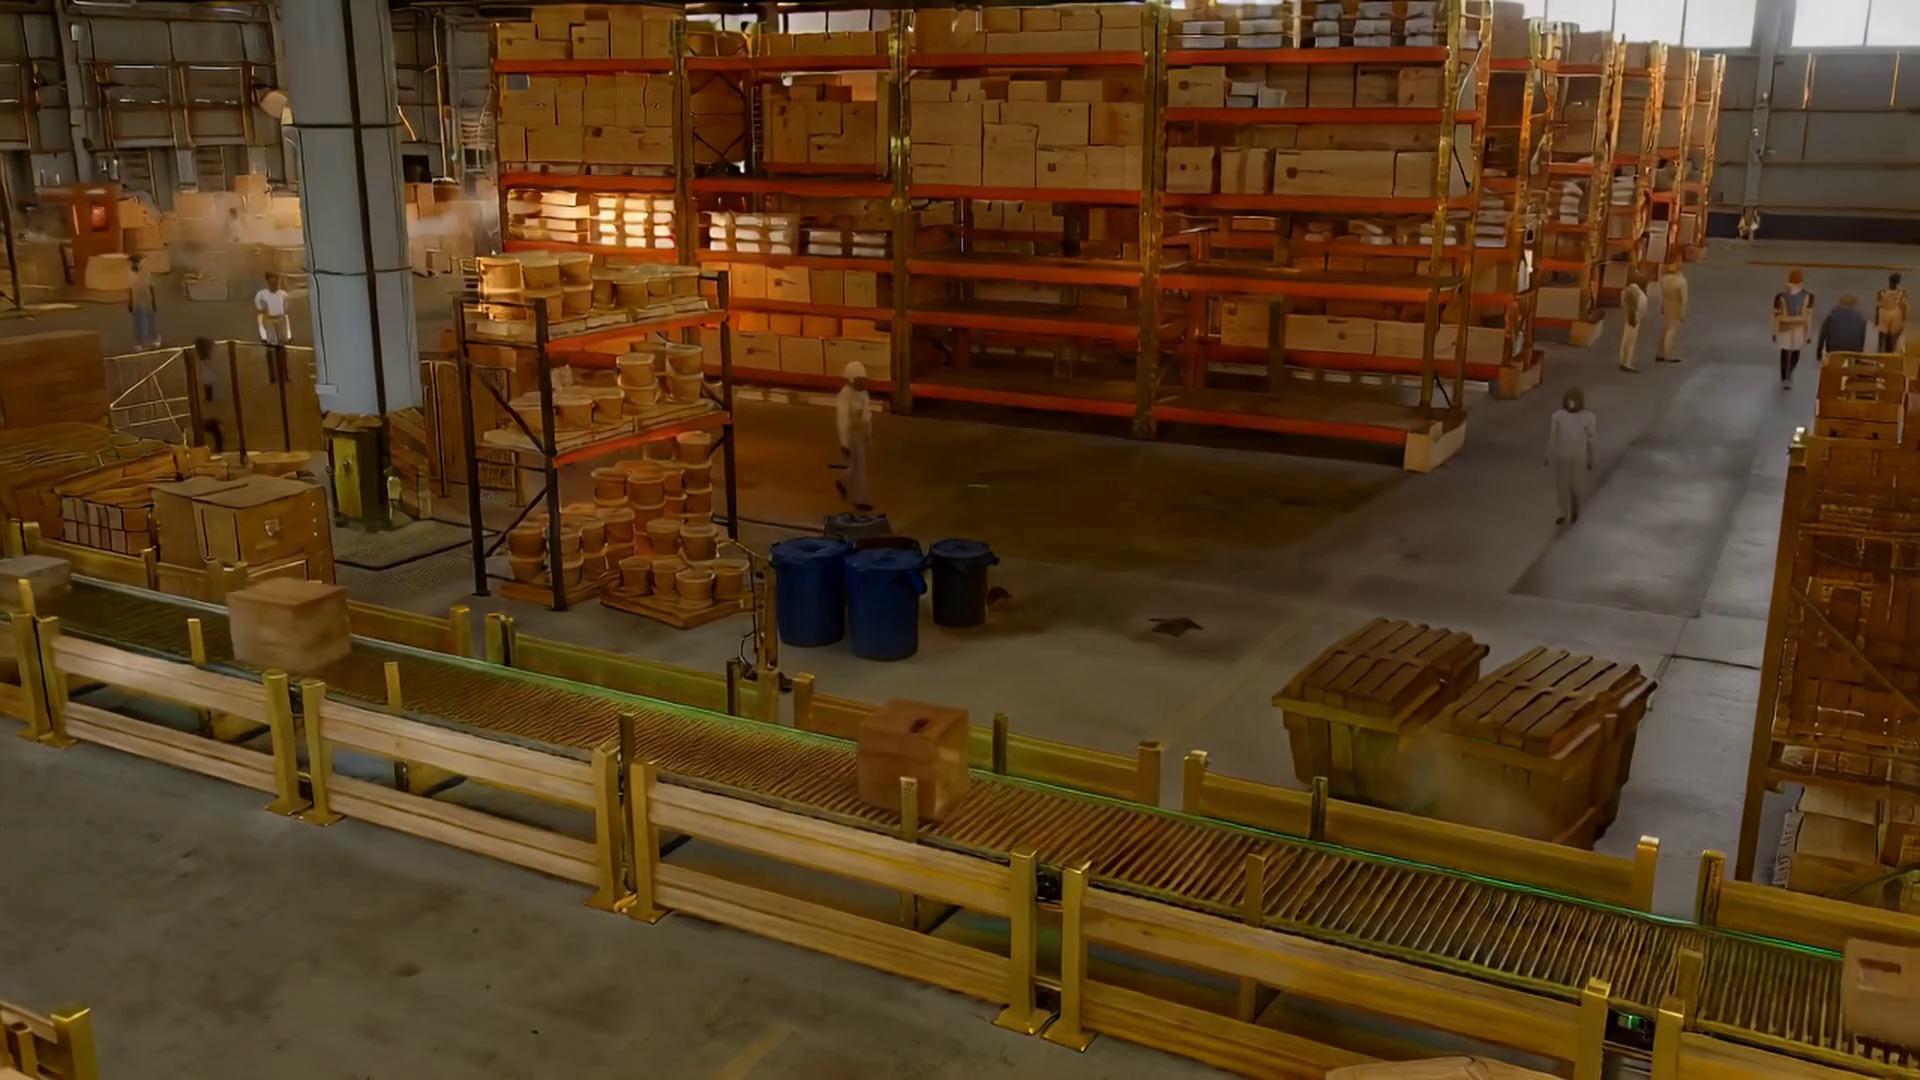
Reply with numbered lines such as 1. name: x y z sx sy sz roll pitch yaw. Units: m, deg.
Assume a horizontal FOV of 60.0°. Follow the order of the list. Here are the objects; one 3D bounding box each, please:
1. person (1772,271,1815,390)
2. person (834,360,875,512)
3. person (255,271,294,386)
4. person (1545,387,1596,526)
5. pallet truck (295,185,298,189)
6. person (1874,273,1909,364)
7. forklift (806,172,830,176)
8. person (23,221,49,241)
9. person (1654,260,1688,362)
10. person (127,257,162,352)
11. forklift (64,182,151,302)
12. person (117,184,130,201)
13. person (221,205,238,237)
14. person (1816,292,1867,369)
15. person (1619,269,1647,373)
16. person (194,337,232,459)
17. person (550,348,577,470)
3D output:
1. person: 14.133 -3.580 28.238 0.673 2.003 0.868 7 16 25
2. person: -1.272 -1.246 19.822 0.504 1.815 0.614 6 16 23
3. person: -11.740 -3.636 28.552 0.392 1.954 0.604 13 20 41
4. person: 6.986 -0.949 19.070 0.530 1.620 0.365 9 17 29
5. pallet truck: -26.804 -14.617 69.738 1.885 1.965 0.823 -14 20 -42
6. person: 17.260 -4.120 30.863 0.549 1.686 0.403 9 18 32
7. forklift: -5.207 -12.861 61.447 1.129 2.768 1.873 8 17 28
8. person: -22.983 -7.024 41.510 0.586 1.849 0.646 -9 18 -32
9. person: 13.314 -4.272 31.046 0.400 1.902 0.642 -6 16 -22
10. person: -16.021 -4.652 32.633 0.532 1.825 0.939 2 15 9
11. forklift: -20.849 -7.266 40.416 1.873 2.768 1.129 8 17 28
12. person: -28.837 -11.337 57.524 0.358 1.936 0.552 1 15 6
13. person: -20.252 -8.351 46.335 0.643 1.919 0.433 9 17 31
14. person: 13.868 -2.966 26.229 0.653 1.874 0.901 8 17 27
15. person: 12.116 -3.947 29.929 0.429 1.845 0.621 5 16 17
16. person: -10.181 -1.901 22.531 0.371 1.682 0.551 -4 15 -14
17. person: -5.241 -1.740 21.933 0.361 1.687 0.545 4 16 16
